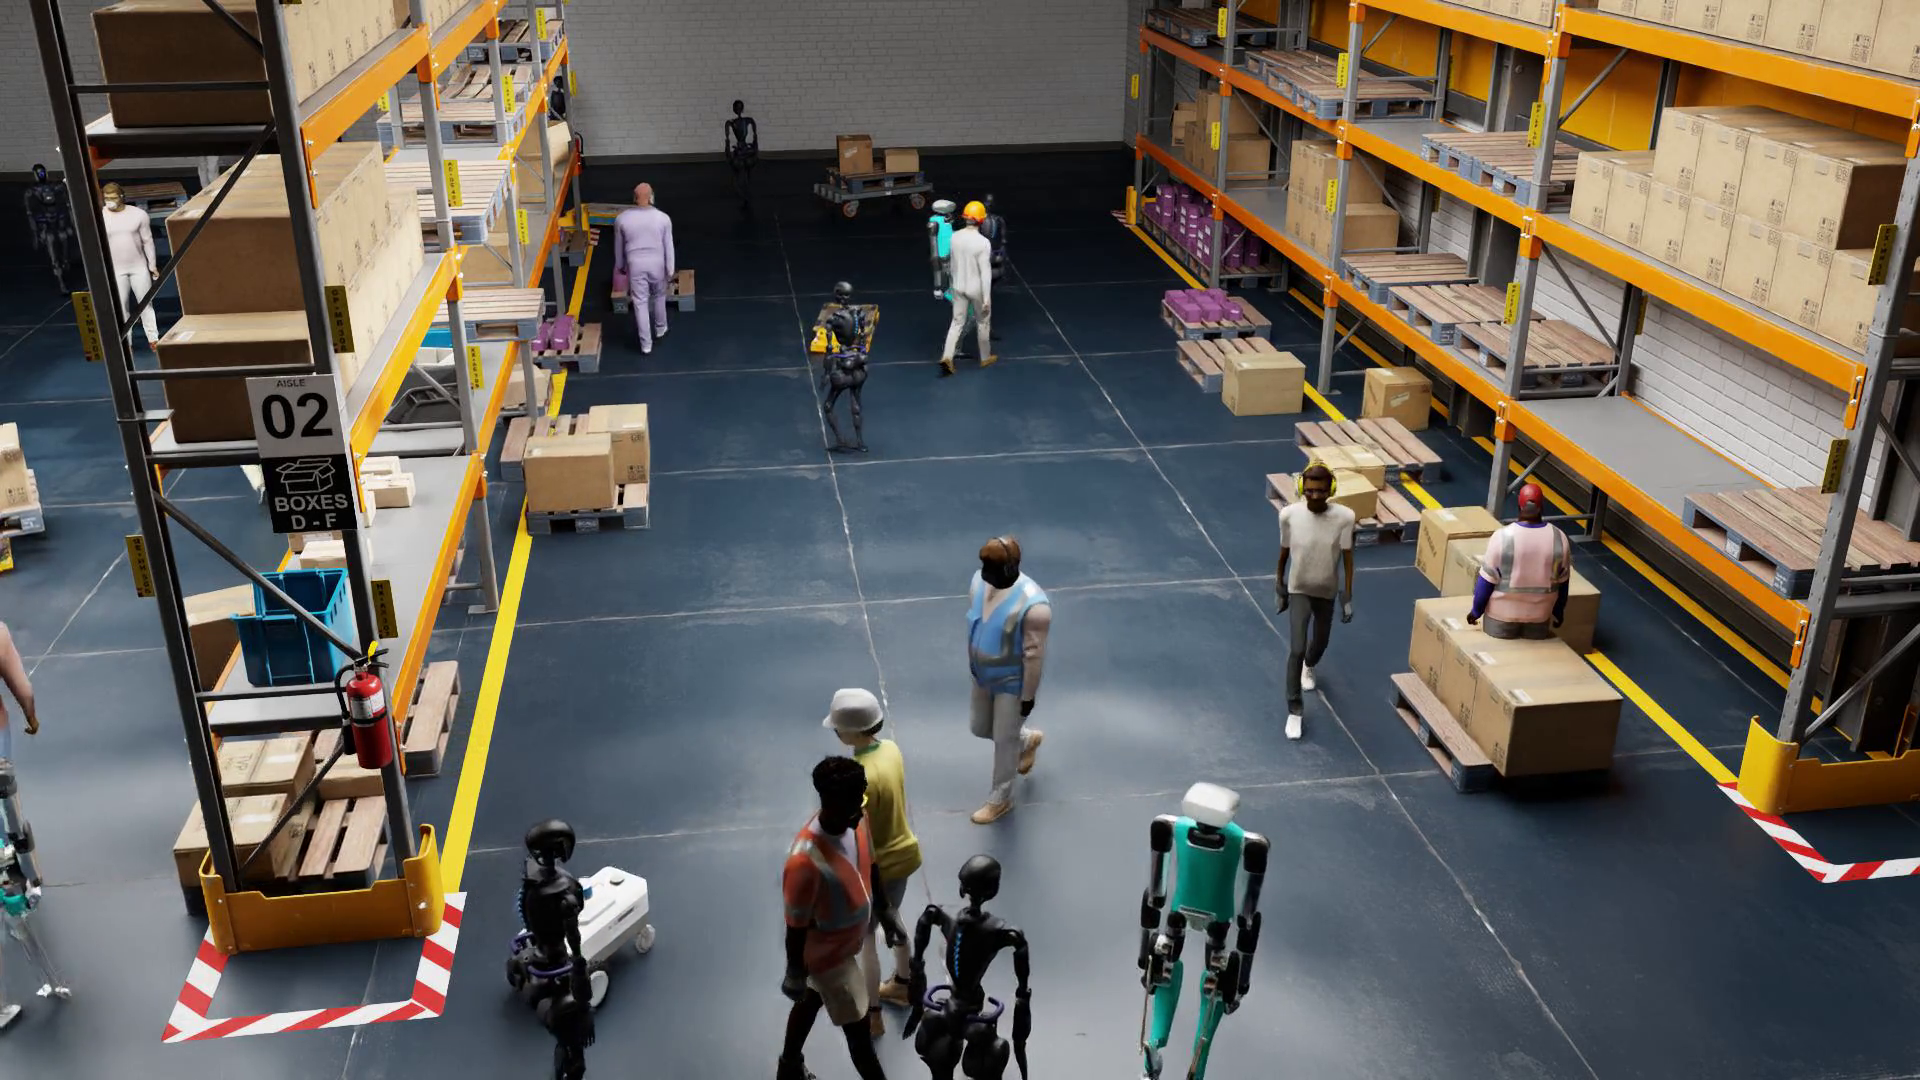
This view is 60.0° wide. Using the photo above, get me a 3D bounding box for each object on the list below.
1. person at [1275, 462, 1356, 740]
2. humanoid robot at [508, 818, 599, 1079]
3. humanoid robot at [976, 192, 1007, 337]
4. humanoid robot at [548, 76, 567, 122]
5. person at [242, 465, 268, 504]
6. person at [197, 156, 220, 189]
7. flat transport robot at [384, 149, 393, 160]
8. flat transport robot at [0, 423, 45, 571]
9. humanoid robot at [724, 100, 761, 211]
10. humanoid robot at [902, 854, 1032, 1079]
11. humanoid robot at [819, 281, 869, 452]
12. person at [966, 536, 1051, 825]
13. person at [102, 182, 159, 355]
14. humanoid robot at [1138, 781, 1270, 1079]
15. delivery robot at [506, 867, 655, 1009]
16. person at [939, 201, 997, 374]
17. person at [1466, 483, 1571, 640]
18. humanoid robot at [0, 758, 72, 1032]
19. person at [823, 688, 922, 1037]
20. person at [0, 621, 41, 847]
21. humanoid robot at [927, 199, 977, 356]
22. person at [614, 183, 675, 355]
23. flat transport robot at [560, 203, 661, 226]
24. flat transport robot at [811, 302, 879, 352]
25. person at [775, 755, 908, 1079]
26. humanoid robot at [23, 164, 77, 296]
[{"bbox_3d":[2.338,0.314,11.011,0.515,1.838,0.879,3,24,7],"label":"person"},{"bbox_3d":[-1.821,1.960,7.461,0.322,1.650,0.589,-18,30,-35],"label":"humanoid robot"},{"bbox_3d":[0.298,-3.162,19.179,0.614,1.652,0.617,-12,27,-26],"label":"humanoid robot"},{"bbox_3d":[-6.642,-6.795,27.419,0.483,1.644,0.613,-19,30,-36],"label":"humanoid robot"},{"bbox_3d":[-6.180,-1.137,14.453,0.575,1.719,0.658,-16,28,-32],"label":"person"},{"bbox_3d":[-11.572,-6.075,25.562,0.622,1.844,0.431,19,30,37],"label":"person"},{"bbox_3d":[-8.386,-4.946,24.946,1.431,0.231,0.659,-1,24,-2],"label":"flat transport robot"},{"bbox_3d":[-8.236,-0.024,13.733,0.659,0.231,1.431,-13,27,-27],"label":"flat transport robot"},{"bbox_3d":[-3.271,-5.821,25.183,0.613,1.643,0.392,-17,29,-34],"label":"humanoid robot"},{"bbox_3d":[0.017,2.105,7.159,0.610,1.633,0.431,10,26,22],"label":"humanoid robot"},{"bbox_3d":[-1.056,-1.628,15.638,0.376,1.643,0.583,16,29,33],"label":"humanoid robot"},{"bbox_3d":[0.303,0.794,9.947,0.622,1.824,0.627,-20,30,-37],"label":"person"},{"bbox_3d":[-9.231,-3.009,18.464,0.627,1.936,0.379,-12,26,-25],"label":"person"},{"bbox_3d":[0.965,2.045,7.291,0.530,1.855,0.885,10,26,21],"label":"humanoid robot"},{"bbox_3d":[-1.957,2.058,8.659,0.499,0.614,0.815,13,27,27],"label":"delivery robot"},{"bbox_3d":[0.091,-2.708,17.874,0.567,1.866,0.861,13,27,27],"label":"person"},{"bbox_3d":[3.612,0.458,10.794,0.612,1.748,0.419,1,24,2],"label":"person"},{"bbox_3d":[-4.792,1.637,8.122,0.530,1.780,0.793,-15,28,-30],"label":"humanoid robot"},{"bbox_3d":[-0.408,1.567,8.119,0.470,1.875,0.515,7,25,16],"label":"person"},{"bbox_3d":[-5.525,0.982,9.322,0.656,1.968,0.664,-7,25,-15],"label":"person"},{"bbox_3d":[0.006,-2.832,18.288,0.704,1.780,0.531,9,25,20],"label":"humanoid robot"},{"bbox_3d":[-3.533,-3.088,18.728,0.652,1.861,0.939,-4,24,-9],"label":"person"},{"bbox_3d":[-5.177,-4.787,24.583,1.431,0.231,0.659,6,24,14],"label":"flat transport robot"},{"bbox_3d":[-1.323,-2.475,19.316,0.659,0.231,1.431,1,24,2],"label":"flat transport robot"},{"bbox_3d":[-0.451,1.810,7.500,0.945,1.910,0.598,6,24,14],"label":"person"},{"bbox_3d":[-11.309,-3.888,20.829,0.598,1.627,0.751,-22,32,-40],"label":"humanoid robot"}]
